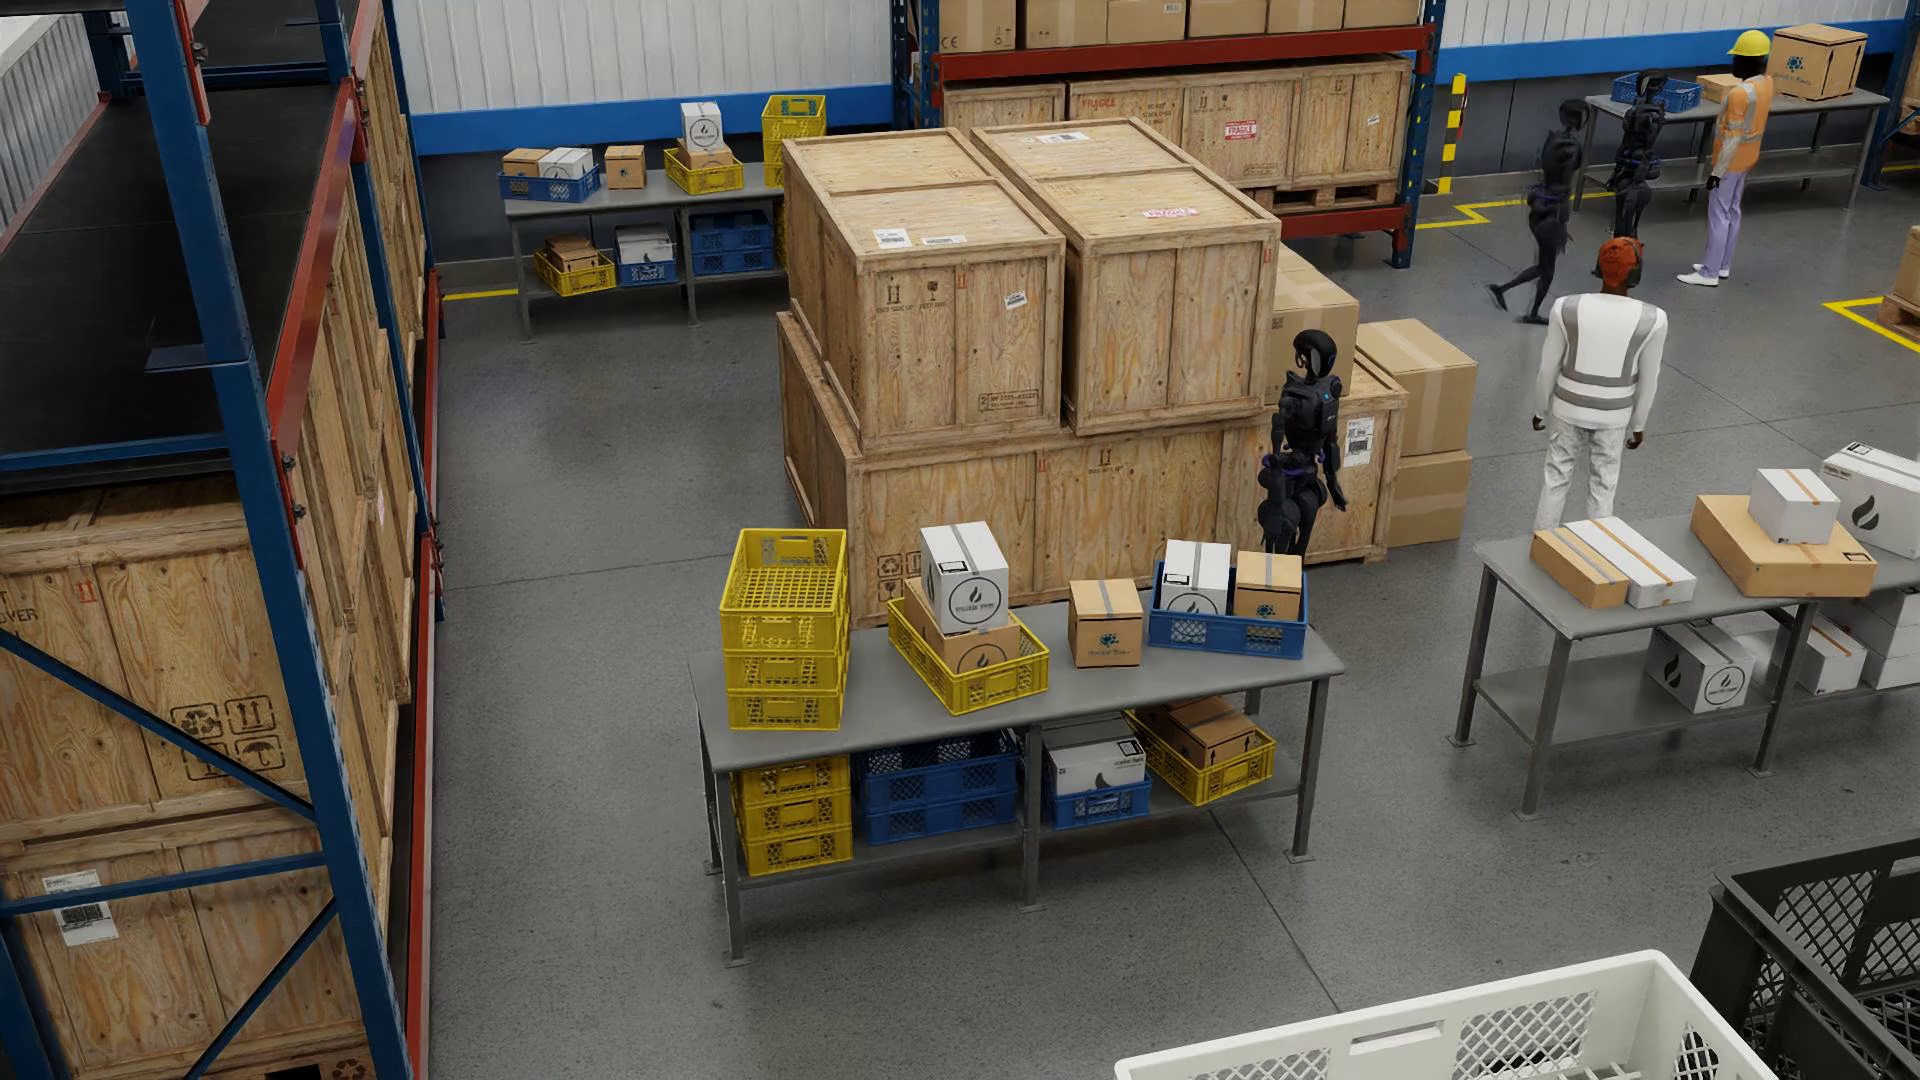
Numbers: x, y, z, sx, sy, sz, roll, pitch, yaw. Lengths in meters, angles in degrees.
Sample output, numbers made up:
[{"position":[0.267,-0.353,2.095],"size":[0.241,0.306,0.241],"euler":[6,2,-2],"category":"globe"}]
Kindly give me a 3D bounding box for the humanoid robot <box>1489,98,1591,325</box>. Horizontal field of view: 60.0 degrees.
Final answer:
[{"position":[4.193,-2.354,11.930],"size":[0.451,1.638,0.642],"euler":[3,29,6],"category":"humanoid robot"}]

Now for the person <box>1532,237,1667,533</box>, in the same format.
[{"position":[3.267,-0.650,8.625],"size":[0.573,1.881,0.357],"euler":[12,31,20],"category":"person"}]

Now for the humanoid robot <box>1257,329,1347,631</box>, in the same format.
[{"position":[1.648,-0.233,8.065],"size":[0.330,1.657,0.584],"euler":[24,37,36],"category":"humanoid robot"}]

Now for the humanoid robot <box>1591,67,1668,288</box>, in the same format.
[{"position":[5.097,-2.753,12.640],"size":[0.331,1.657,0.586],"euler":[1,29,2],"category":"humanoid robot"}]

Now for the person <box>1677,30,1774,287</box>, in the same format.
[{"position":[5.843,-2.883,12.635],"size":[0.376,1.924,0.594],"euler":[24,37,37],"category":"person"}]
